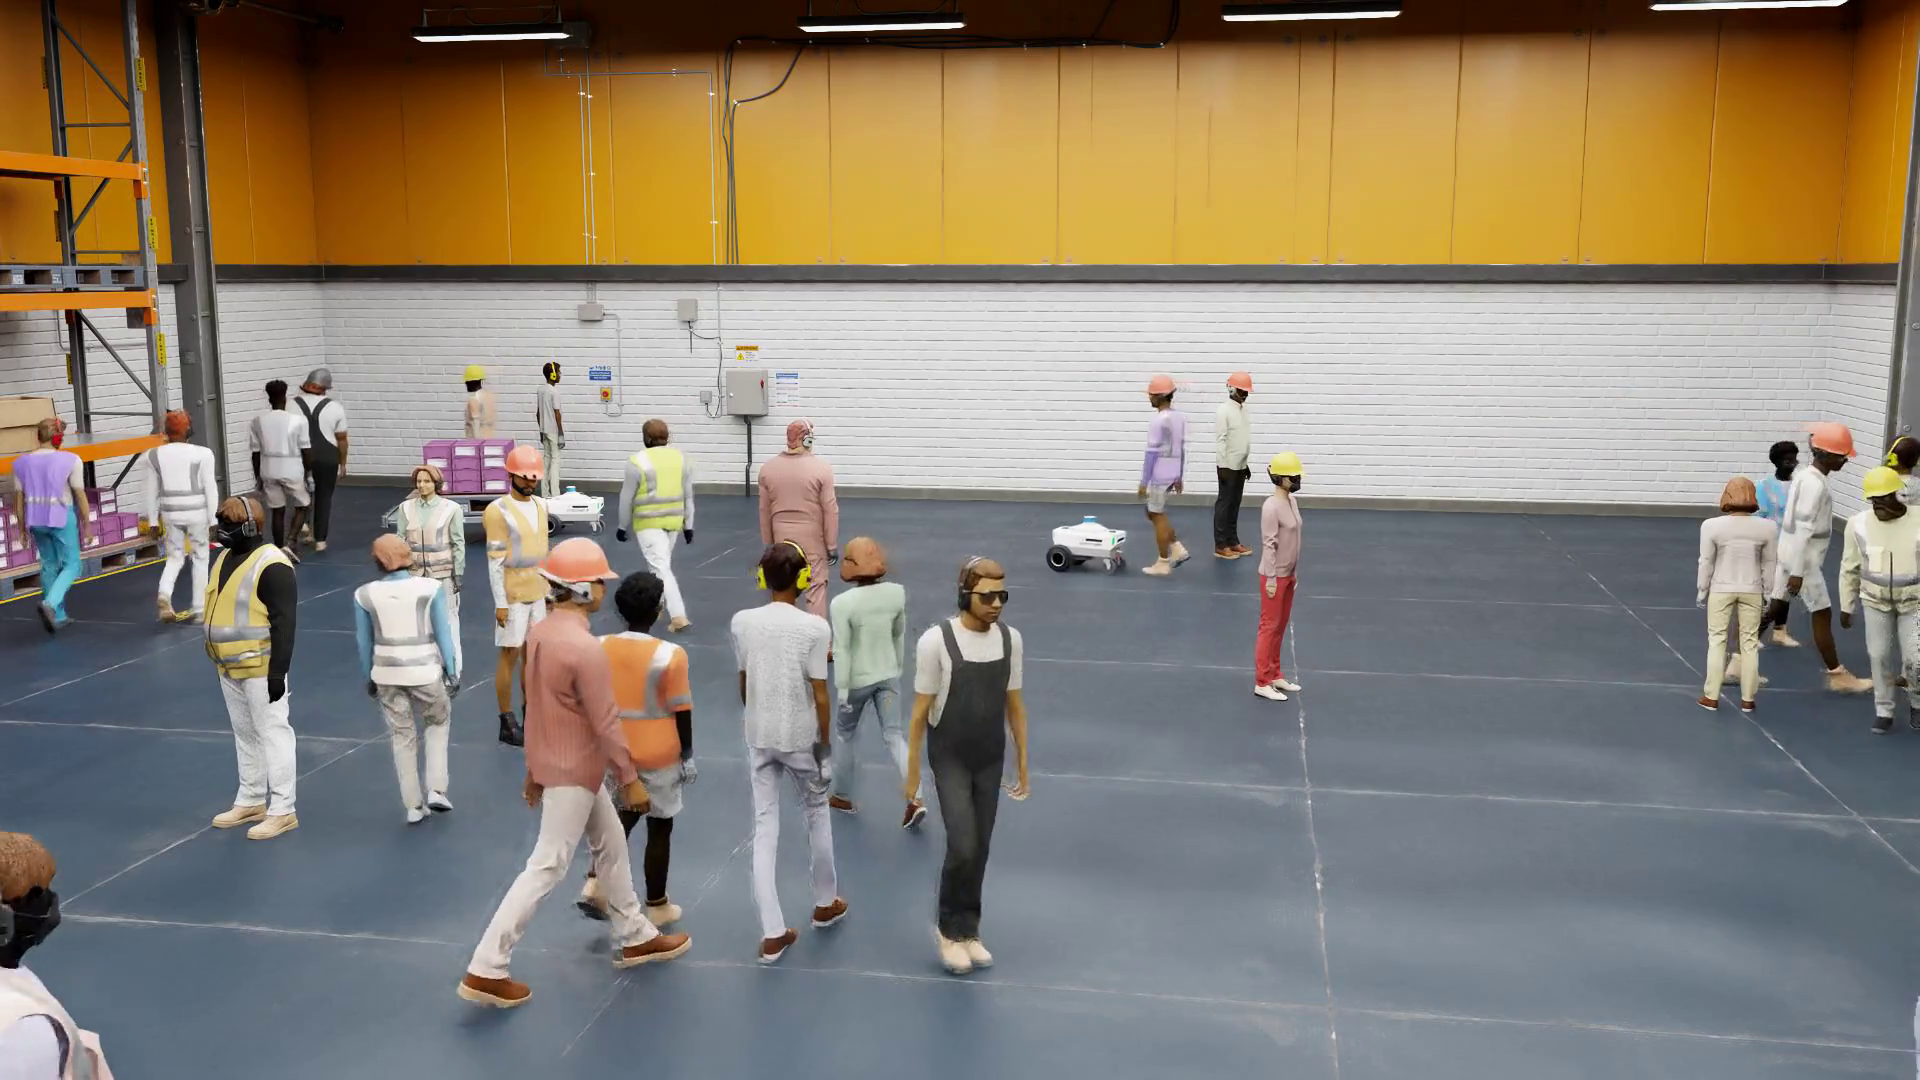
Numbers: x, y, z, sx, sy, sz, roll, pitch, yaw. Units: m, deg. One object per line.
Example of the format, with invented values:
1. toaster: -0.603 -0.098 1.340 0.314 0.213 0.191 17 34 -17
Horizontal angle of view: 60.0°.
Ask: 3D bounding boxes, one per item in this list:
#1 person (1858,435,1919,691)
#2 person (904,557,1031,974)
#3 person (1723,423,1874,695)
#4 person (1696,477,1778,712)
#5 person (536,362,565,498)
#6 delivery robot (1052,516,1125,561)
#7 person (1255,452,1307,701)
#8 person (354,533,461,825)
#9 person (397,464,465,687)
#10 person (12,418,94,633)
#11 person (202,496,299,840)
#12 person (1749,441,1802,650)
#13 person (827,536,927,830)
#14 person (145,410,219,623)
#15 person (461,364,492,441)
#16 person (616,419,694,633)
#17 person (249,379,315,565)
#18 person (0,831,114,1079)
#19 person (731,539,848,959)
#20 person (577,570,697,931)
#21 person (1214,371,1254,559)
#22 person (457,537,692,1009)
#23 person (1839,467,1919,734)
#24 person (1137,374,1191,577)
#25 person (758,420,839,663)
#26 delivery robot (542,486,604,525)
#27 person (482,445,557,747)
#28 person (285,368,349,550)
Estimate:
1. person: 6.764 0.179 11.997 0.528 1.869 0.310 -1 9 -9
2. person: 0.053 0.975 7.161 0.546 1.828 0.484 -6 11 -31
3. person: 6.080 0.136 11.967 1.037 1.976 0.667 3 10 19
4. person: 5.352 0.377 11.490 0.499 1.634 0.287 2 9 14
5. person: -5.317 -1.385 21.699 0.310 1.868 0.532 -9 13 -43
6. delivery robot: 1.308 0.000 16.876 0.707 0.478 0.477 5 10 26
7. person: 2.302 0.250 11.870 0.315 1.767 0.535 5 10 29
8. person: -3.018 0.761 9.148 0.560 1.613 0.368 0 9 -3
9. person: -3.873 0.259 12.199 0.514 1.642 0.308 1 9 6
10. person: -7.605 -0.107 13.913 0.582 1.818 0.659 0 9 0
11. person: -3.826 0.680 8.965 0.622 1.845 0.429 7 11 37
12. person: 6.589 0.046 13.385 0.583 1.693 0.332 -2 9 -13
13. person: -0.465 0.775 9.126 0.500 1.602 0.789 -6 11 -33
14. person: -6.649 -0.176 14.215 0.582 1.865 0.666 -1 9 -4
15. person: -6.070 -1.278 20.980 0.746 1.884 0.616 1 9 5
16. person: -2.545 -0.129 14.141 0.938 1.804 0.626 8 12 42
17. person: -6.931 -0.673 17.021 0.634 1.946 0.447 0 9 -2
18. person: -2.105 1.538 3.693 0.476 1.829 0.630 -8 12 -41
19. person: -0.760 0.910 7.554 0.504 1.833 0.796 2 9 12
20. person: -1.476 0.986 7.557 0.548 1.688 0.434 4 10 23
21. person: 2.922 -0.801 17.711 0.390 1.986 0.609 6 11 35
22. person: -1.658 0.957 6.957 1.041 1.948 0.610 -5 10 -29
23. person: 6.086 0.405 10.860 0.628 1.786 0.578 7 12 38
24. person: 1.981 -0.632 16.541 0.420 2.027 0.611 4 10 25
25. person: -1.226 0.015 12.890 0.639 1.911 0.402 3 10 20
26. delivery robot: -4.485 -0.377 19.214 0.707 0.478 0.477 -1 9 -4
27. person: -2.803 0.350 10.742 0.375 1.930 0.542 5 10 26
28. person: -7.009 -0.895 18.122 0.701 2.000 0.574 -2 9 -13
